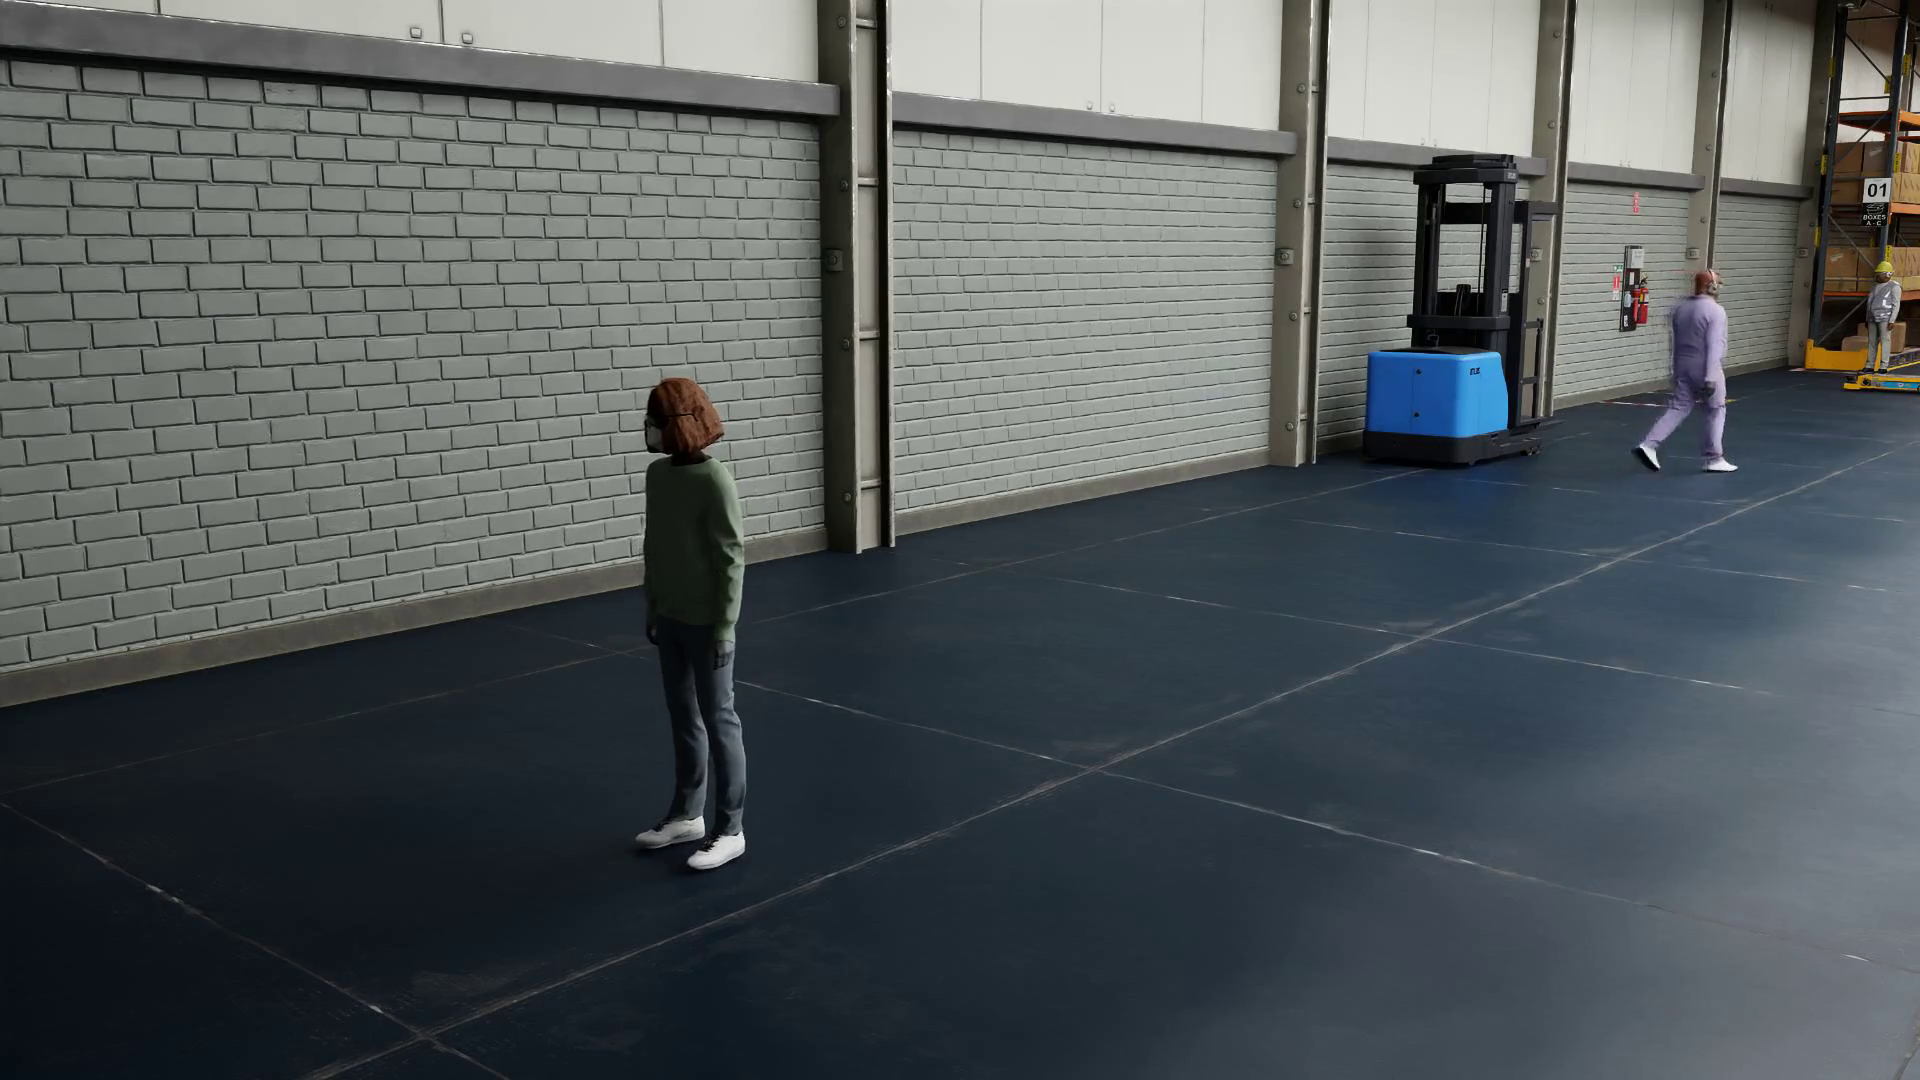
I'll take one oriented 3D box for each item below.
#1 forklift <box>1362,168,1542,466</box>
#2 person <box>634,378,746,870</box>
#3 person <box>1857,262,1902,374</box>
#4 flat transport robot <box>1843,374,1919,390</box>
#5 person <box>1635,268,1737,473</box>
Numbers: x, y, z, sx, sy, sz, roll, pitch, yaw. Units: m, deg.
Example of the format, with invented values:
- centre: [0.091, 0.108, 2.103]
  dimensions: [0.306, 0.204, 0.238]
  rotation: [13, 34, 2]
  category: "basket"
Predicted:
- centre: [4.875, -2.212, 16.287]
  dimensions: [1.129, 2.768, 1.873]
  rotation: [8, 13, 40]
  category: "forklift"
- centre: [-0.900, 0.274, 5.555]
  dimensions: [0.280, 1.632, 0.501]
  rotation: [-9, 13, -40]
  category: "person"
- centre: [14.934, -3.593, 27.002]
  dimensions: [0.403, 1.835, 0.588]
  rotation: [-3, 10, -15]
  category: "person"
- centre: [13.633, -2.266, 24.016]
  dimensions: [1.431, 0.197, 0.652]
  rotation: [8, 13, 40]
  category: "flat transport robot"
- centre: [6.734, -1.553, 15.282]
  dimensions: [0.892, 1.879, 0.651]
  rotation: [-2, 10, -12]
  category: "person"
